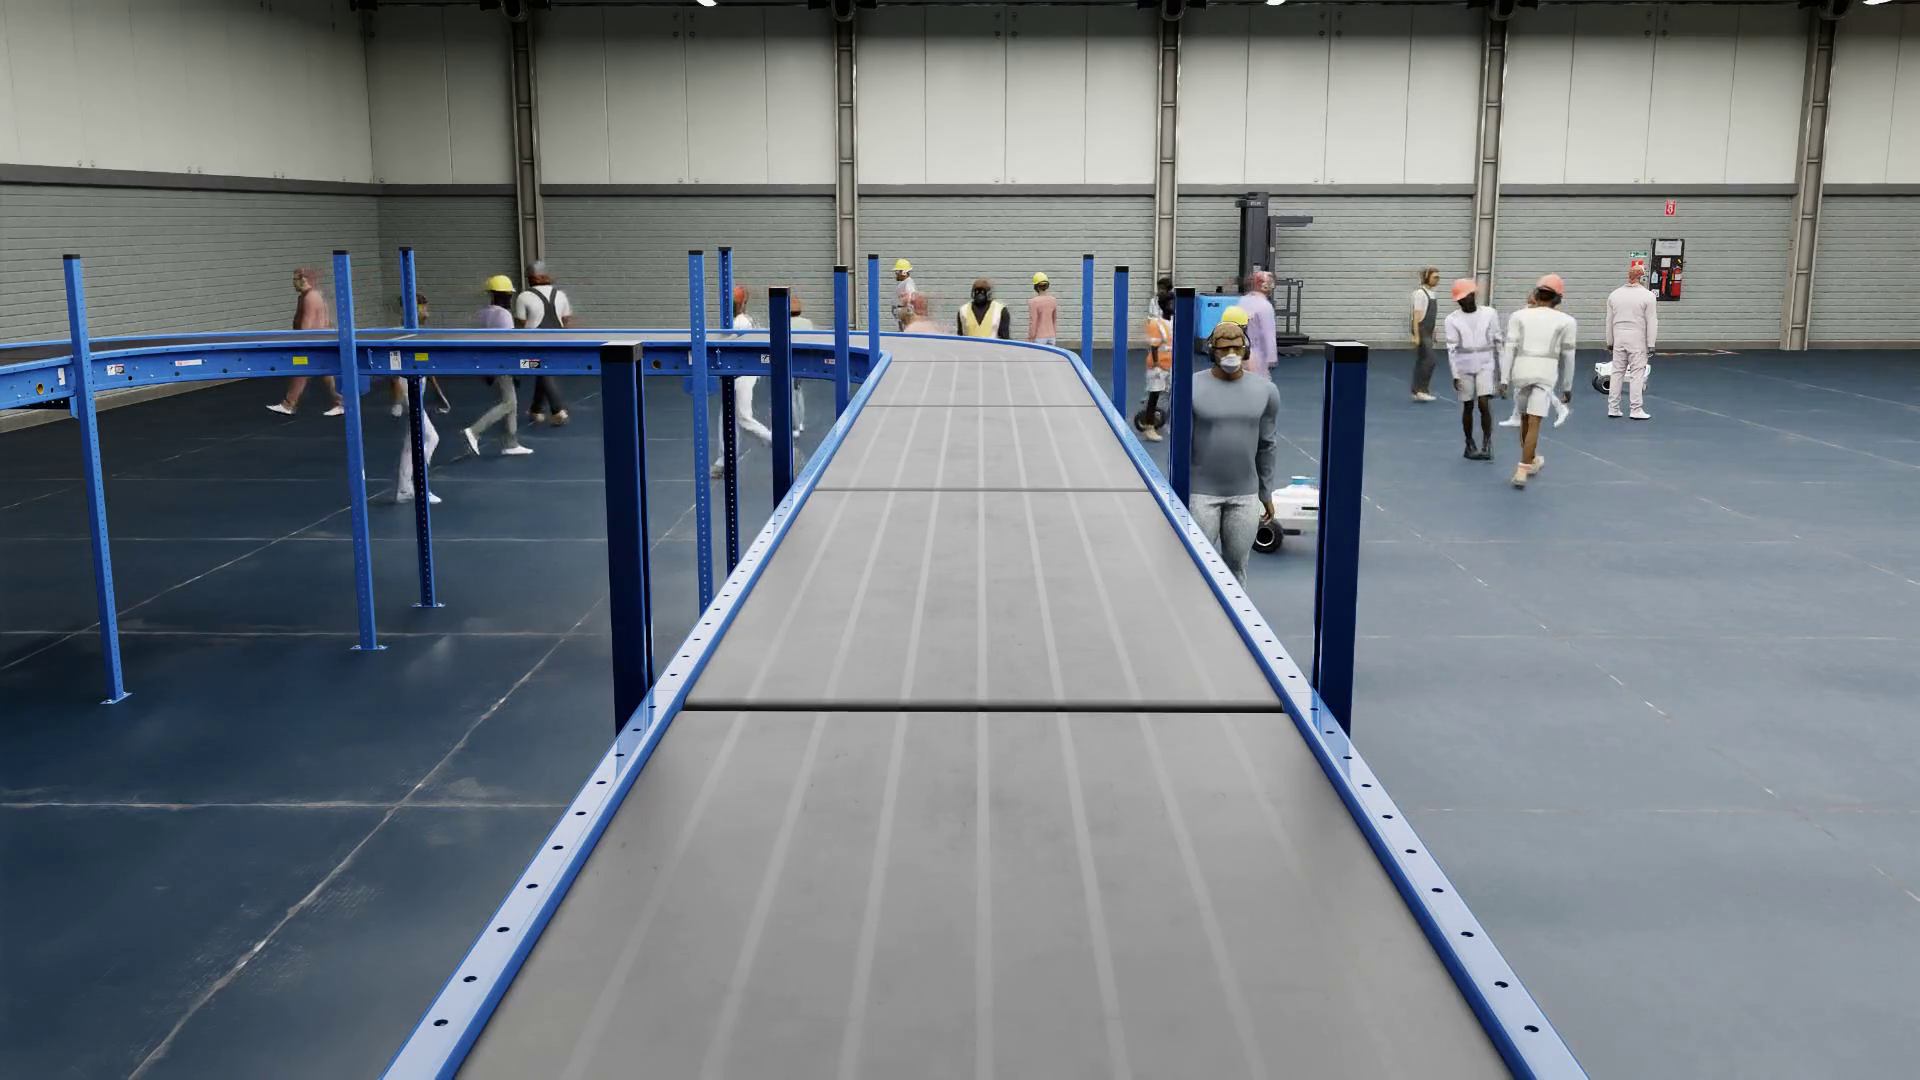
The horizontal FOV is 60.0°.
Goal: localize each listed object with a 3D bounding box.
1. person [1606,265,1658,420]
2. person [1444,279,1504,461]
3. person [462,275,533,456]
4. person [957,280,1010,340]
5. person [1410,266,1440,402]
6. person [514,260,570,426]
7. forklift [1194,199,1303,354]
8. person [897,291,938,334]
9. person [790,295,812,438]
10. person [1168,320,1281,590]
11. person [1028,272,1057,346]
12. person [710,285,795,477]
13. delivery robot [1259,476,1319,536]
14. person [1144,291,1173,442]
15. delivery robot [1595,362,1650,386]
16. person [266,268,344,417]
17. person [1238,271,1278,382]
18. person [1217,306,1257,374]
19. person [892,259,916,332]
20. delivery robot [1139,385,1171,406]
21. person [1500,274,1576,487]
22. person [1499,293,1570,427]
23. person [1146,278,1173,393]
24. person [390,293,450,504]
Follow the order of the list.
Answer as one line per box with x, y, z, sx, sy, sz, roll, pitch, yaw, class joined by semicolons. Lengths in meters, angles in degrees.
8.391;-2.467;20.750;0.403;1.906;0.651;-9;14;-37;person
5.289;-1.742;17.116;0.636;1.873;0.702;3;11;13;person
-4.852;-1.802;17.340;0.700;1.905;0.601;-7;13;-32;person
0.246;-2.043;18.866;0.628;1.785;0.986;2;11;9;person
6.374;-2.772;22.502;0.560;1.830;0.540;8;13;34;person
-5.078;-2.411;20.224;1.062;2.000;0.685;10;15;41;person
5.313;-4.851;30.603;1.873;2.768;1.129;0;11;1;forklift
-0.392;-1.274;14.773;1.010;1.854;0.639;2;11;12;person
-1.949;-1.993;19.055;0.503;1.613;0.563;-7;13;-30;person
1.469;-0.252;9.284;0.628;1.939;0.375;-1;11;-7;person
1.089;-2.689;22.262;0.526;1.765;0.329;-10;15;-42;person
-2.058;-1.523;16.037;0.831;1.859;0.580;-2;11;-10;person
2.570;-0.241;12.650;0.707;0.478;0.477;2;11;13;delivery robot
2.316;-1.925;18.566;0.546;1.679;0.592;-9;14;-38;person
9.514;-2.423;23.876;0.707;0.478;0.477;2;11;11;delivery robot
-8.206;-2.467;20.876;0.984;1.850;0.671;-4;12;-21;person
3.419;-2.111;18.967;0.514;1.886;0.673;-3;11;-13;person
2.274;-1.057;13.866;0.314;1.767;0.534;-3;11;-15;person
-0.881;-3.530;26.400;0.404;1.833;0.591;-2;11;-12;person
2.468;-1.706;19.522;0.698;0.223;0.335;4;12;22;delivery robot
5.463;-1.510;15.711;0.616;1.949;1.111;6;13;28;person
6.913;-2.145;19.873;0.729;1.606;0.500;0;11;2;person
2.998;-2.962;24.008;0.790;1.633;0.556;-9;14;-38;person
-4.741;-1.233;14.592;0.588;1.843;0.488;0;11;0;person
